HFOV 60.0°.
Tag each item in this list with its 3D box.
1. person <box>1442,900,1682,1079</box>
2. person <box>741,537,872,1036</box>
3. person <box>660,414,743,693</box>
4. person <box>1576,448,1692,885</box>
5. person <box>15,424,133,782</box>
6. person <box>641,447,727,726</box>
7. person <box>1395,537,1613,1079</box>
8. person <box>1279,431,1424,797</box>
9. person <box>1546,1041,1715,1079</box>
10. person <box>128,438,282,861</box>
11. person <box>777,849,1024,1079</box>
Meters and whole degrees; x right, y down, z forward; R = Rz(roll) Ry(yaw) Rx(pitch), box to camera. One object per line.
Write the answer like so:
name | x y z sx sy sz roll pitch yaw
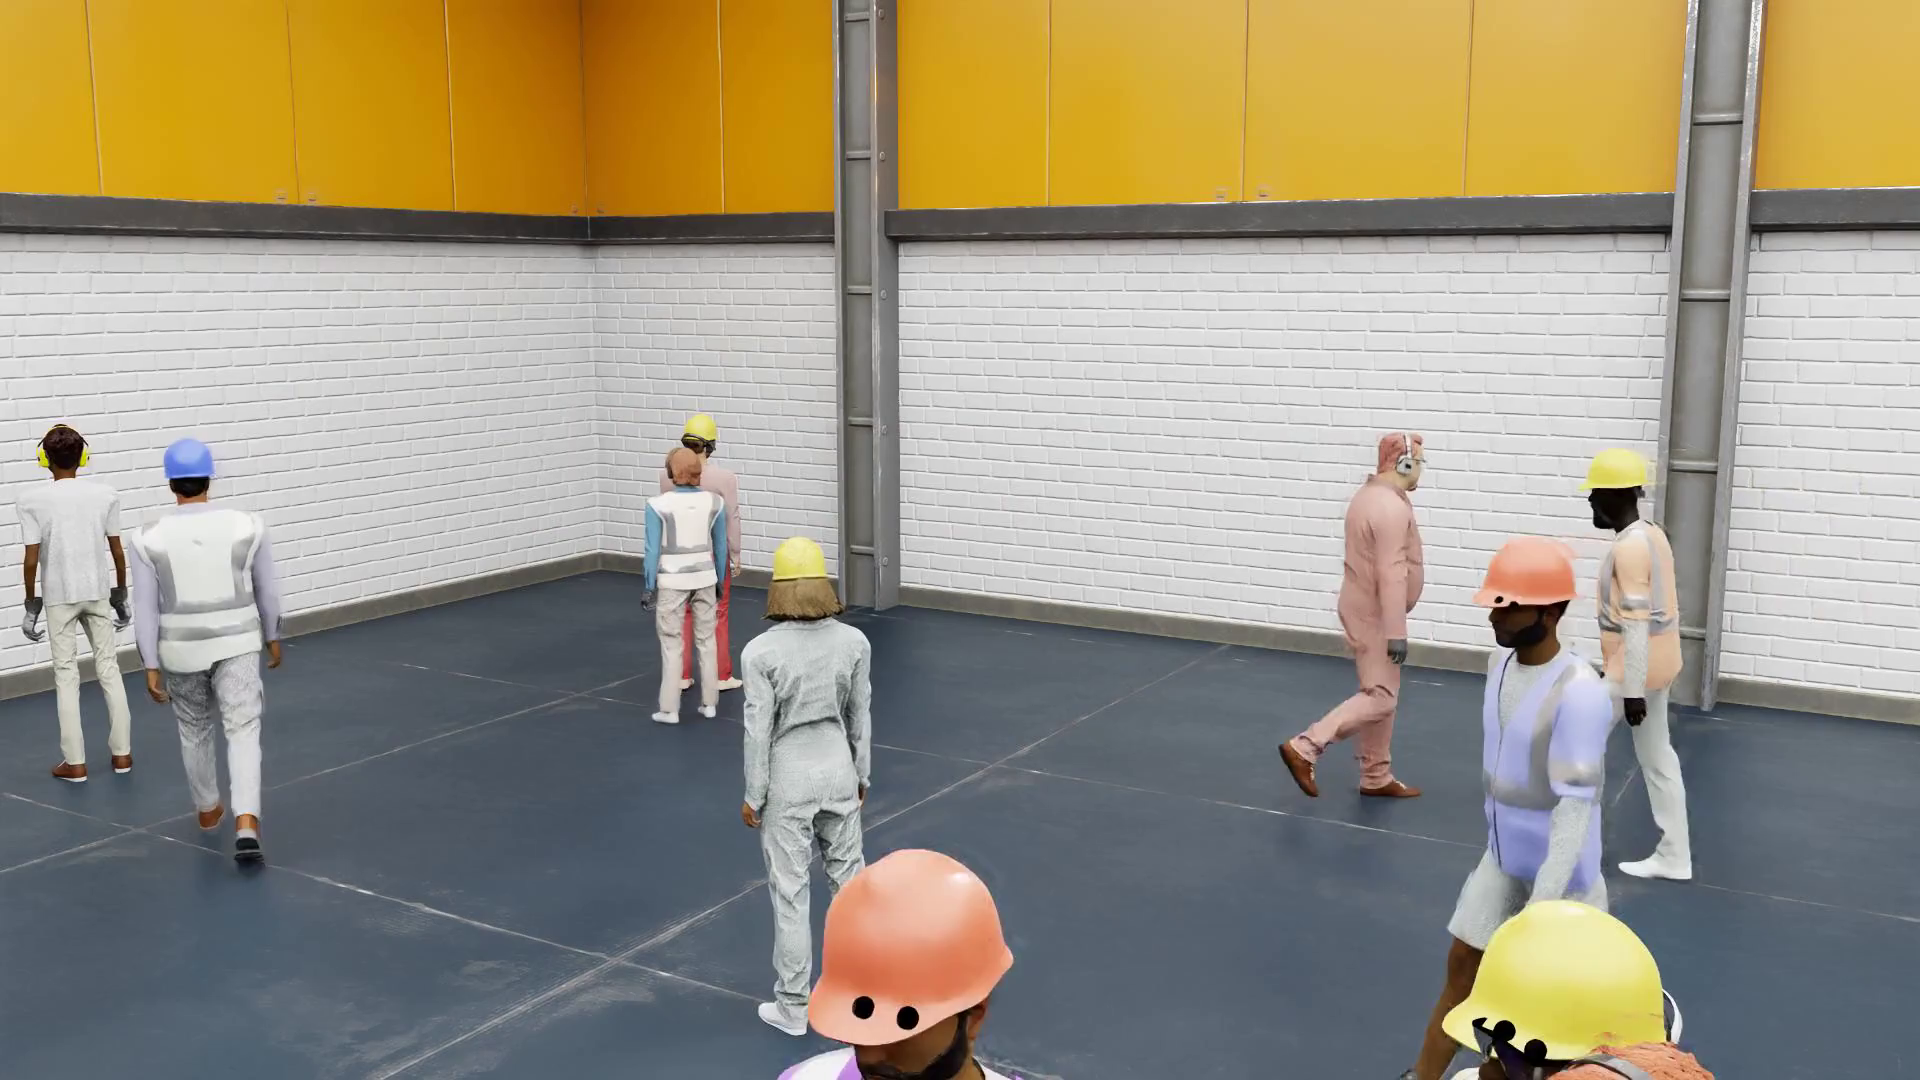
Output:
person | 0.788 1.374 2.288 0.403 1.834 0.589 -4 10 -25
person | -0.544 0.855 5.837 0.490 1.735 0.331 -5 10 -29
person | -1.629 0.090 10.518 0.527 1.768 0.314 2 9 10
person | 2.854 0.549 7.250 0.796 1.887 0.595 6 11 32
person | -4.630 0.329 8.708 0.521 1.868 0.319 -8 12 -41
person | -1.606 0.274 9.767 0.526 1.640 0.307 -6 11 -32
person | 1.624 0.931 4.883 0.977 1.882 0.565 -2 9 -14
person | 1.987 0.392 8.309 0.656 1.880 0.661 0 9 2
person | 0.811 1.421 1.944 0.605 1.868 0.631 -8 12 -41
person | -3.415 0.493 7.578 0.617 1.916 0.954 -4 10 -24
person | -0.011 1.320 2.404 0.546 1.911 0.856 5 10 28
